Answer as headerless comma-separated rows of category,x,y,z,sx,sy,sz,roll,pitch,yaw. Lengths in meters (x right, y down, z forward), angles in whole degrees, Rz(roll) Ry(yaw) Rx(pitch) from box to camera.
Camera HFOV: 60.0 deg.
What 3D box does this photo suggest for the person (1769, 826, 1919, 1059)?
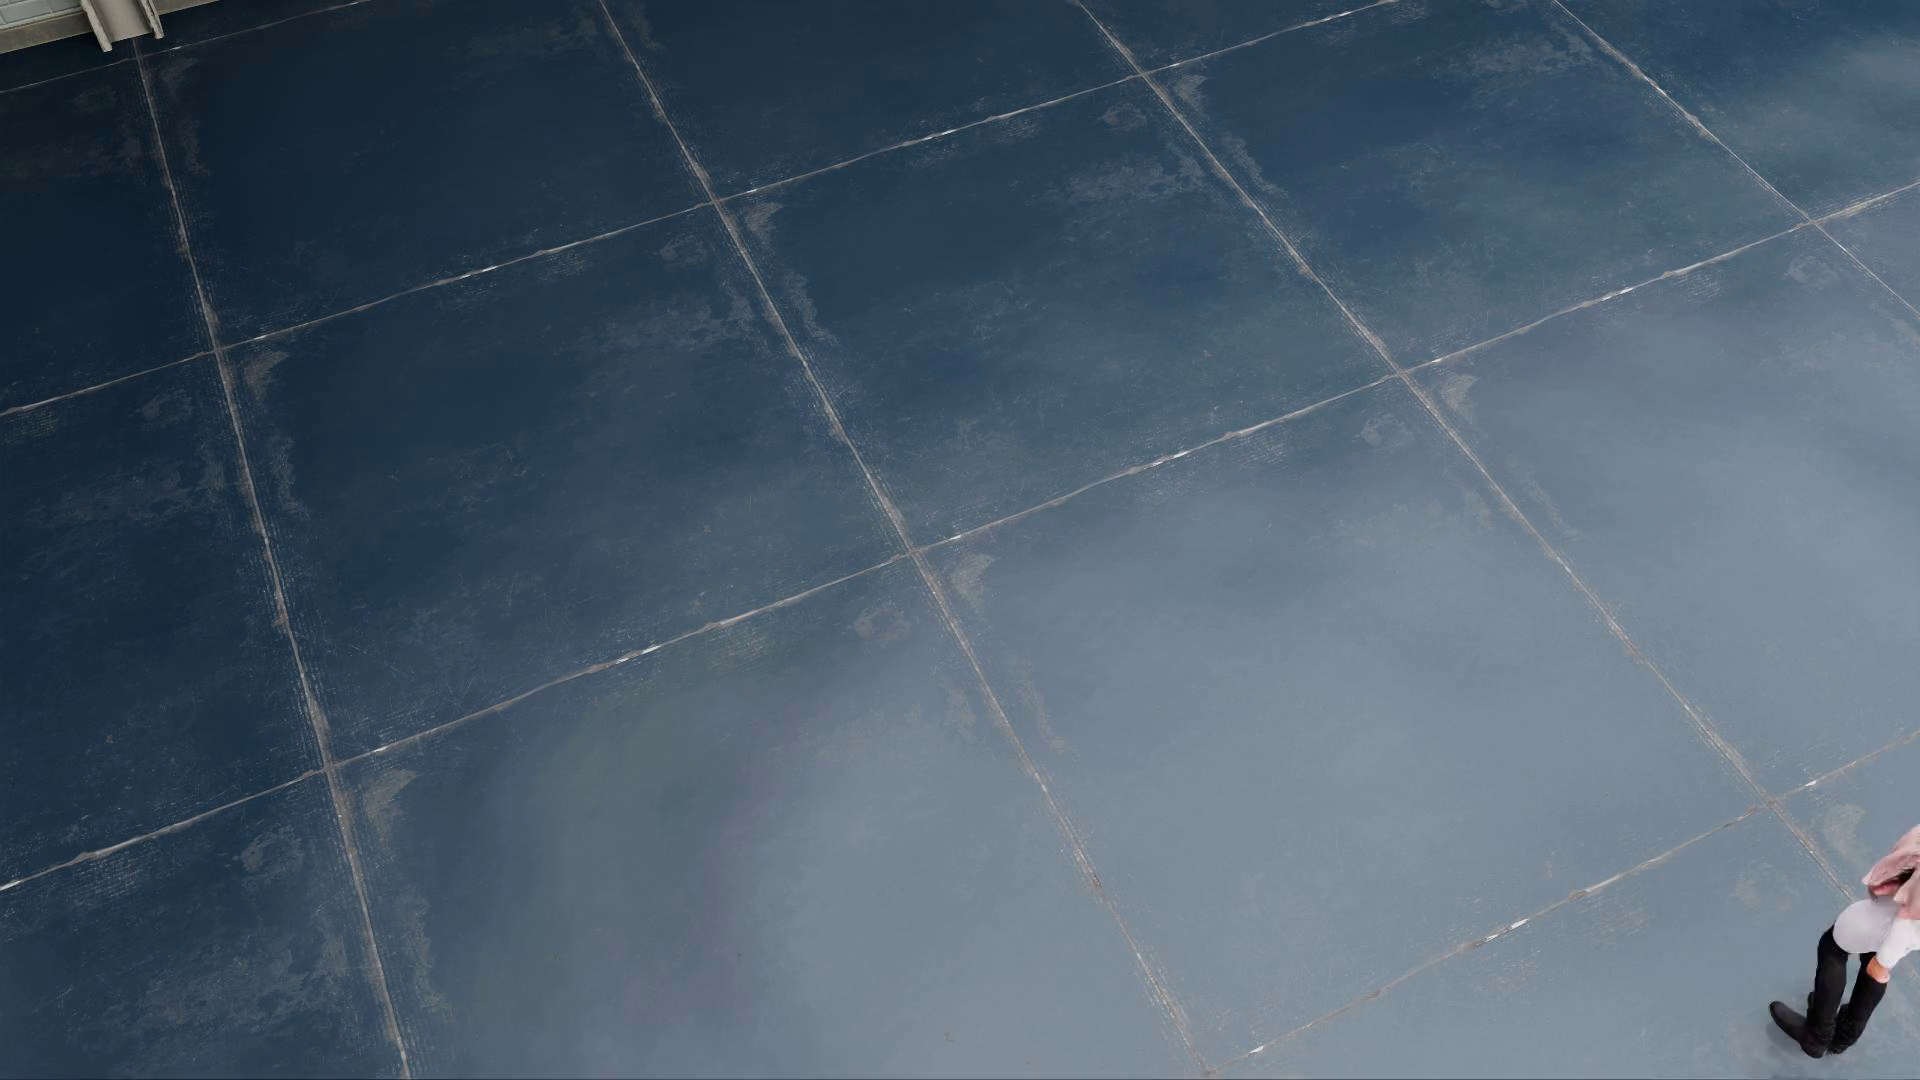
person,3.633,1.506,6.344,0.611,1.750,0.727,-27,57,-19
